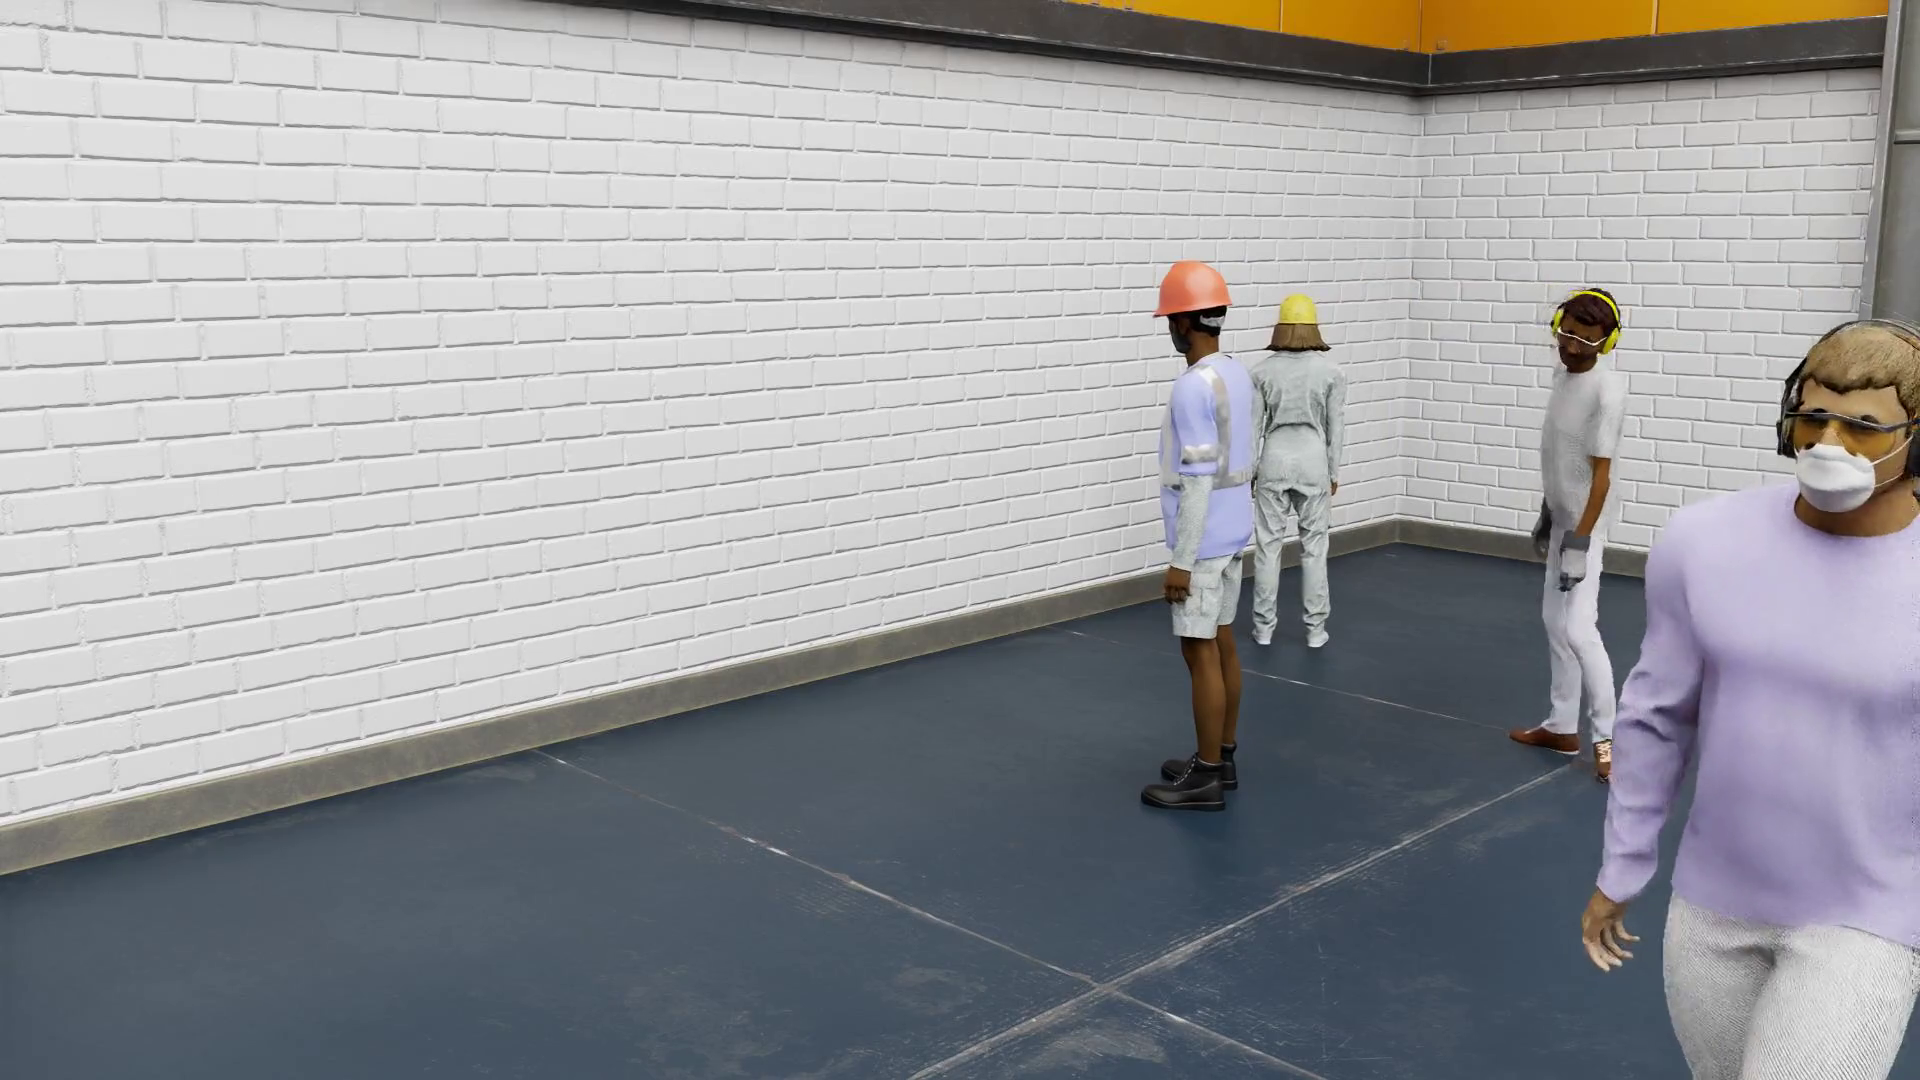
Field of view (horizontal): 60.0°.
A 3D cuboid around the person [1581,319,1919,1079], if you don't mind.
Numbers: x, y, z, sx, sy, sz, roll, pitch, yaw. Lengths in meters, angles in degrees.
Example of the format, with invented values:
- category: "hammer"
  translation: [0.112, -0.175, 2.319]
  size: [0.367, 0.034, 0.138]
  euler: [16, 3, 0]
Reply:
- category: "person"
  translation: [1.420, 0.590, 2.719]
  size: [0.916, 1.909, 0.638]
  euler: [-7, 13, -35]

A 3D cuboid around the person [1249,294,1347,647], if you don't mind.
- category: "person"
  translation: [1.645, -0.339, 8.225]
  size: [0.487, 1.741, 0.311]
  euler: [2, 11, 13]

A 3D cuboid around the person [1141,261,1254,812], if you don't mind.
- category: "person"
  translation: [0.831, -0.005, 5.867]
  size: [0.376, 1.933, 0.545]
  euler: [5, 11, 25]

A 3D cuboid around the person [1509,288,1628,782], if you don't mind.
- category: "person"
  translation: [2.331, -0.029, 6.288]
  size: [0.354, 1.834, 0.655]
  euler: [0, 10, 0]
